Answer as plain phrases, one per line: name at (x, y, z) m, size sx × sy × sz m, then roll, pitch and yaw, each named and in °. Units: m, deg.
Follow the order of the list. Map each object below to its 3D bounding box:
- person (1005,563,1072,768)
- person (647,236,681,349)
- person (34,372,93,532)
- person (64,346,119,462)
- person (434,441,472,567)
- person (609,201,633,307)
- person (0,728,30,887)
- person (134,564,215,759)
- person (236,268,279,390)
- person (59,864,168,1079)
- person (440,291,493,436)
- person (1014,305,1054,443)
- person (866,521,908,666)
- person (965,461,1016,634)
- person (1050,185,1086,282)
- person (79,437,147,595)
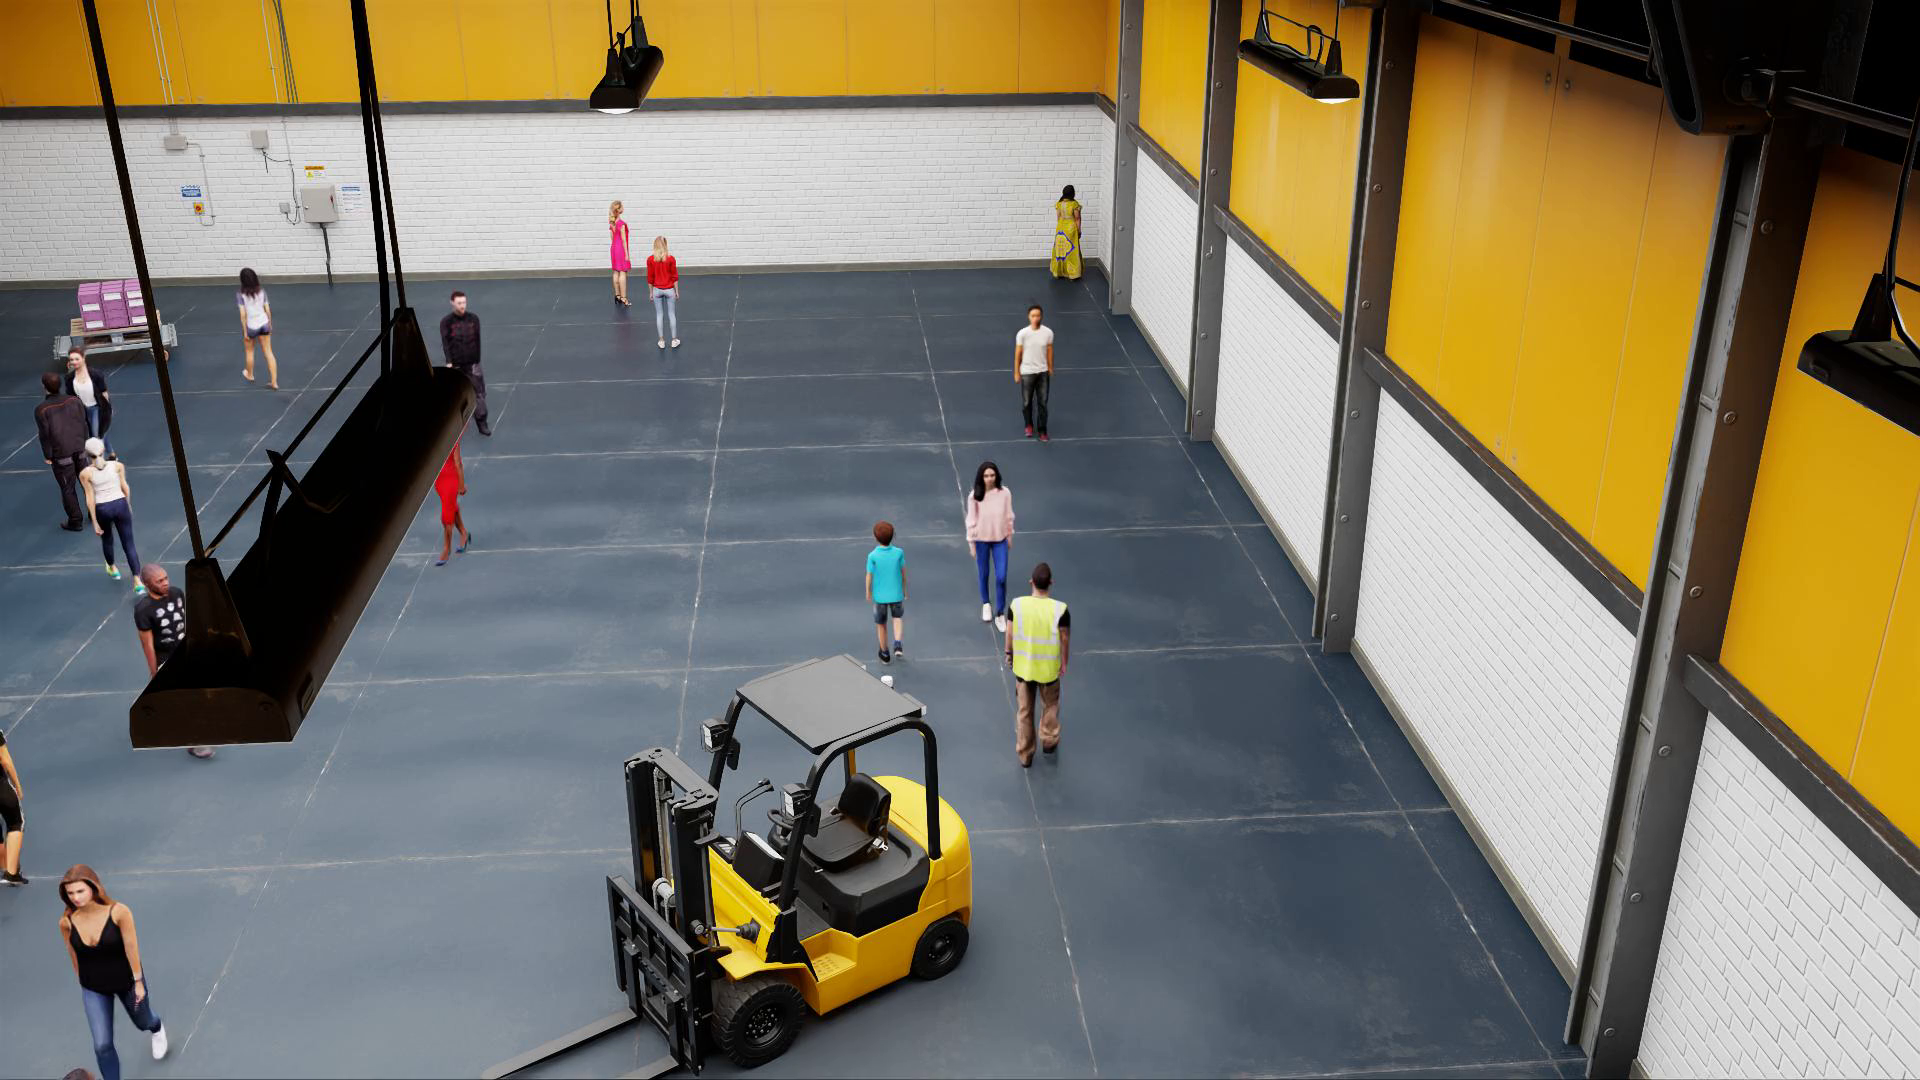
person at (0.644, 1.090, 13.974) m, size 0.757 × 1.827 × 0.812 m, roll 1°, pitch 24°, yaw 2°
person at (-4.500, -3.766, 25.237) m, size 0.619 × 1.702 × 0.498 m, roll -2°, pitch 24°, yaw -6°
person at (-10.066, -1.009, 18.762) m, size 0.853 × 1.838 × 0.748 m, roll 14°, pitch 27°, yaw 29°
person at (-10.561, -1.568, 20.311) m, size 0.678 × 1.621 × 1.151 m, roll -4°, pitch 24°, yaw -9°
person at (-5.517, -0.636, 18.057) m, size 0.851 × 1.719 × 1.031 m, roll 10°, pitch 26°, yaw 22°
person at (-5.623, -4.745, 27.445) m, size 0.725 × 1.728 × 0.638 m, roll -18°, pitch 29°, yaw -35°
person at (-7.241, 1.903, 12.335) m, size 0.644 × 1.650 × 0.750 m, roll -5°, pitch 24°, yaw -11°
person at (-6.780, 1.010, 14.205) m, size 0.961 × 1.788 × 0.996 m, roll 9°, pitch 25°, yaw 19°
person at (-9.834, -2.945, 23.358) m, size 0.974 × 1.703 × 1.089 m, roll -21°, pitch 31°, yaw -40°
person at (-5.270, 2.723, 10.403) m, size 0.701 × 1.695 × 1.077 m, roll -6°, pitch 24°, yaw -14°
person at (-6.503, -2.313, 21.691) m, size 1.008 × 1.880 × 1.275 m, roll -13°, pitch 27°, yaw -27°
person at (0.955, -2.195, 21.547) m, size 0.683 × 1.779 × 0.923 m, roll -3°, pitch 24°, yaw -6°
person at (-0.667, 0.524, 15.750) m, size 0.581 × 1.440 × 0.601 m, roll -6°, pitch 24°, yaw -14°
person at (0.287, 0.003, 16.563) m, size 0.644 × 1.744 × 0.818 m, roll -3°, pitch 24°, yaw -6°
person at (1.885, -5.352, 28.918) m, size 1.001 × 1.661 × 1.038 m, roll 15°, pitch 28°, yaw 31°
person at (-8.700, -0.209, 17.158) m, size 1.024 × 1.657 × 1.268 m, roll -16°, pitch 29°, yaw -33°
